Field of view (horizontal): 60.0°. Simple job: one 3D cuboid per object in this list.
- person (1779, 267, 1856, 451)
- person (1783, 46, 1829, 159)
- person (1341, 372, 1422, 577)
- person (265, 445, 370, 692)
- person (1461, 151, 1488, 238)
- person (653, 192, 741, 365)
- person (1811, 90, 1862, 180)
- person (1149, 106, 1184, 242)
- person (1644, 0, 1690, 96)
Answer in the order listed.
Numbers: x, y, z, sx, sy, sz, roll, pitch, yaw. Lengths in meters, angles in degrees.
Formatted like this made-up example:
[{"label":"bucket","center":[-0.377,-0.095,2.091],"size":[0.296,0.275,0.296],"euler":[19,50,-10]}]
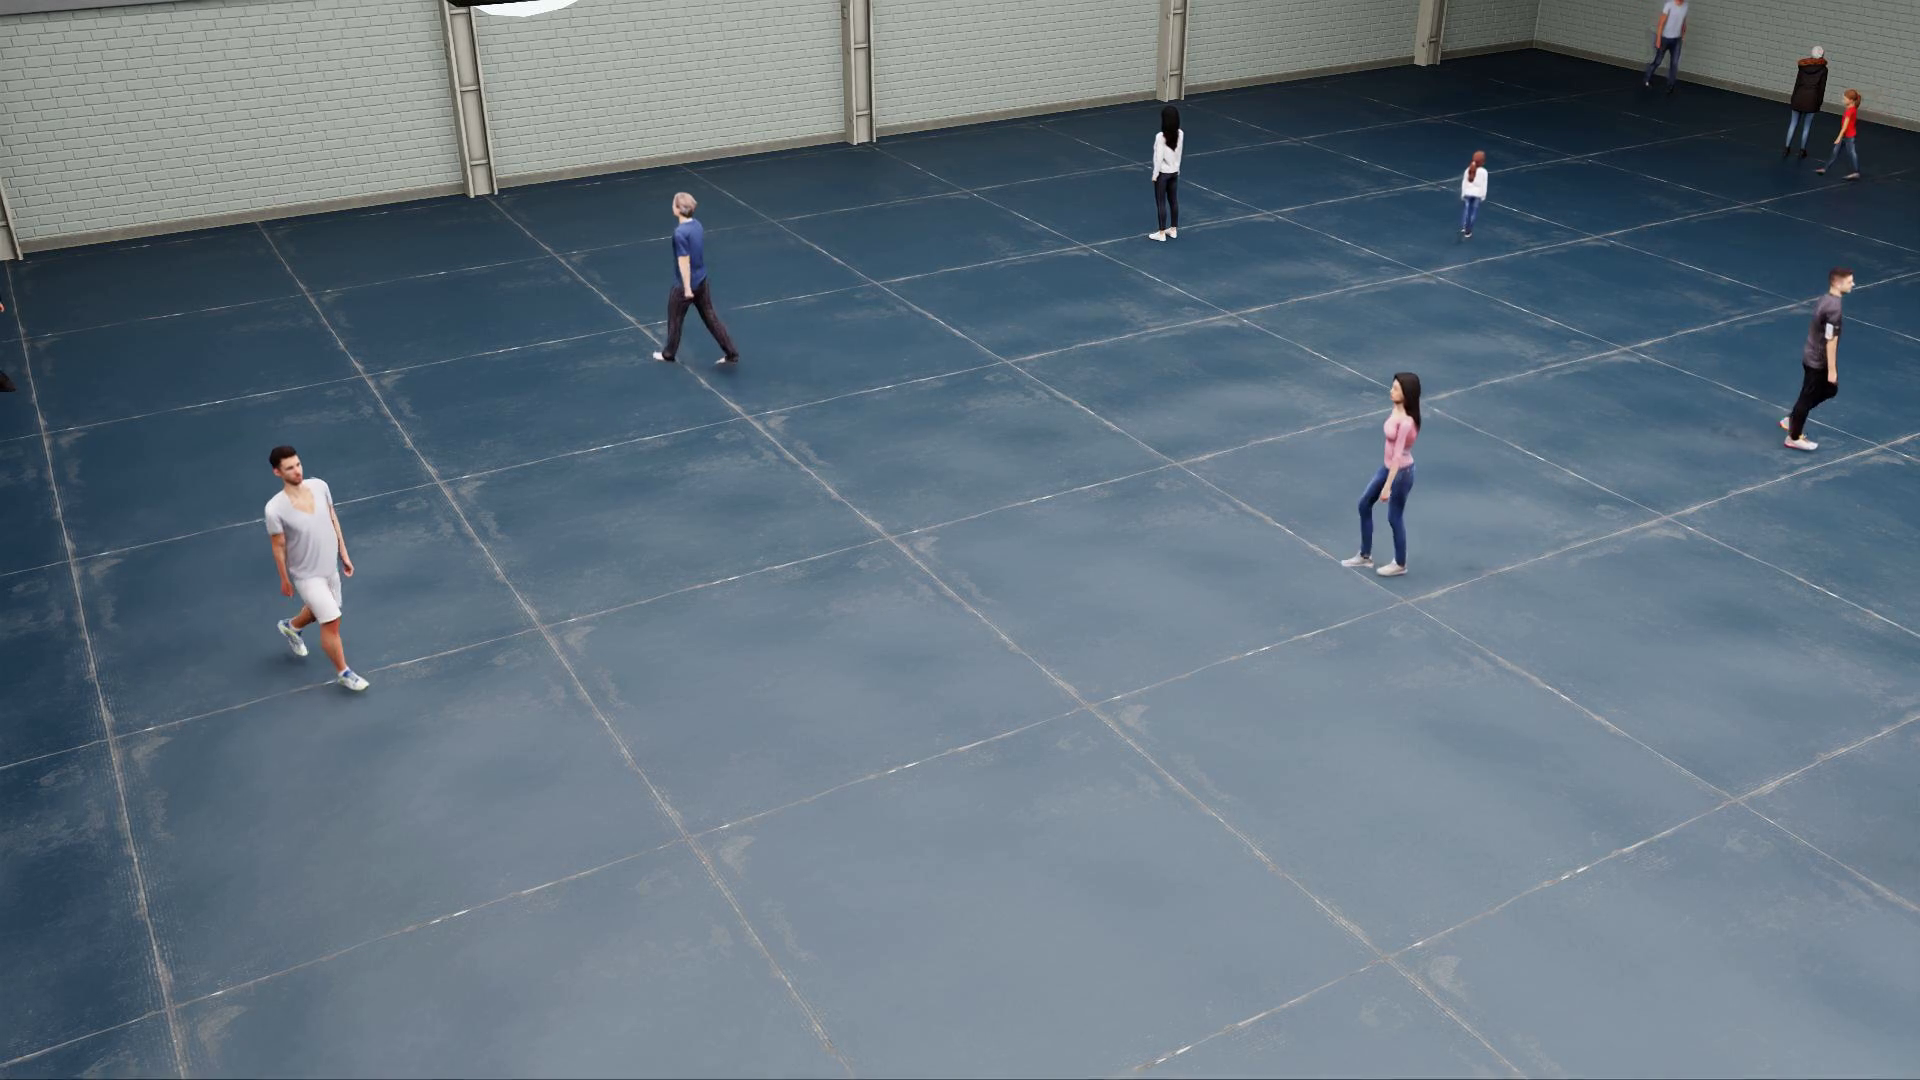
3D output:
[{"label":"person","center":[7.804,-1.661,15.270],"size":[0.836,1.753,0.755],"euler":[13,30,23]},{"label":"person","center":[12.704,-6.585,24.964],"size":[0.699,1.633,0.705],"euler":[20,33,33]},{"label":"person","center":[3.491,-0.500,13.042],"size":[0.874,1.729,0.784],"euler":[0,27,0]},{"label":"person","center":[-4.584,0.171,11.636],"size":[1.141,1.822,1.186],"euler":[13,30,24]},{"label":"person","center":[6.590,-4.446,21.389],"size":[0.536,1.103,0.588],"euler":[15,31,27]},{"label":"person","center":[-2.659,-2.604,17.029],"size":[1.203,1.819,1.231],"euler":[11,29,21]},{"label":"person","center":[12.774,-5.771,23.780],"size":[0.887,1.269,0.860],"euler":[13,30,23]},{"label":"person","center":[2.635,-4.677,21.185],"size":[0.538,1.700,0.712],"euler":[-22,34,-36]},{"label":"person","center":[12.254,-8.681,28.817],"size":[1.257,1.832,1.149],"euler":[-2,27,-3]}]
